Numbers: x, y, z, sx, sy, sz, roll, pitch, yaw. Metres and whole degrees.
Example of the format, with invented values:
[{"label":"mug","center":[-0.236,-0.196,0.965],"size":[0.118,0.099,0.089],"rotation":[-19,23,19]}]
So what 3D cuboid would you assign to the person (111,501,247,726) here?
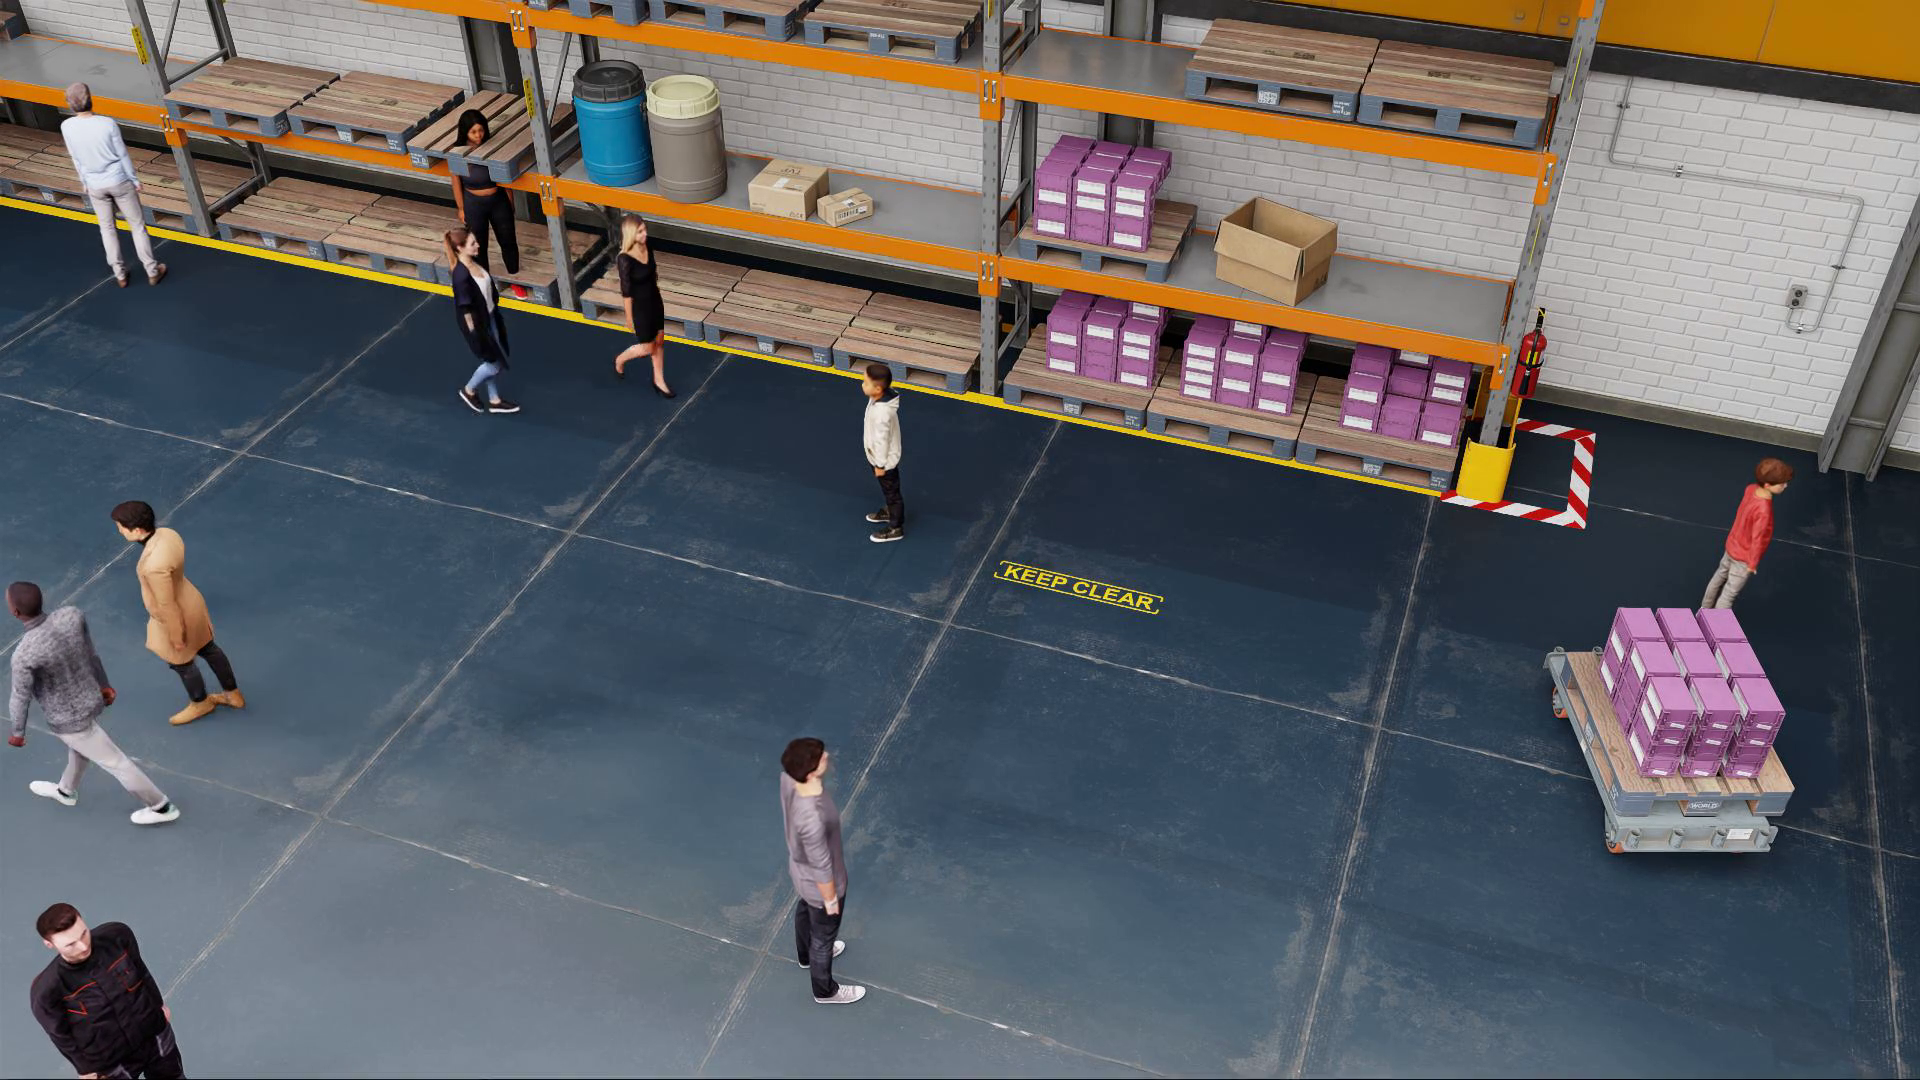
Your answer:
[{"label":"person","center":[-4.868,0.445,10.451],"size":[0.878,1.715,0.839],"rotation":[-4,39,-5]}]

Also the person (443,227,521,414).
[{"label":"person","center":[-3.891,-1.710,13.180],"size":[0.818,1.677,0.728],"rotation":[3,39,3]}]

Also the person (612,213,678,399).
[{"label":"person","center":[-2.606,-1.875,13.395],"size":[0.779,1.665,0.575],"rotation":[15,41,18]}]

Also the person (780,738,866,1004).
[{"label":"person","center":[-0.762,1.720,8.742],"size":[0.778,1.856,0.740],"rotation":[-13,41,-16]}]

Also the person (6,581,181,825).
[{"label":"person","center":[-5.040,1.015,9.673],"size":[1.253,1.794,0.936],"rotation":[2,39,2]}]

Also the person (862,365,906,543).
[{"label":"person","center":[-0.537,-0.650,12.033],"size":[0.647,1.452,0.646],"rotation":[-6,39,-7]}]

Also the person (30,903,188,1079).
[{"label":"person","center":[-3.968,2.374,7.874],"size":[0.618,1.915,0.709],"rotation":[18,42,21]}]

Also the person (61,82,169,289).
[{"label":"person","center":[-7.581,-3.159,14.826],"size":[0.655,1.887,0.783],"rotation":[-5,39,-6]}]

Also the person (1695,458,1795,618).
[{"label":"person","center":[5.261,0.049,11.185],"size":[0.543,1.417,0.563],"rotation":[3,39,4]}]

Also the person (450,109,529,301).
[{"label":"person","center":[-4.166,-2.943,14.613],"size":[0.766,1.815,0.830],"rotation":[-15,41,-18]}]
